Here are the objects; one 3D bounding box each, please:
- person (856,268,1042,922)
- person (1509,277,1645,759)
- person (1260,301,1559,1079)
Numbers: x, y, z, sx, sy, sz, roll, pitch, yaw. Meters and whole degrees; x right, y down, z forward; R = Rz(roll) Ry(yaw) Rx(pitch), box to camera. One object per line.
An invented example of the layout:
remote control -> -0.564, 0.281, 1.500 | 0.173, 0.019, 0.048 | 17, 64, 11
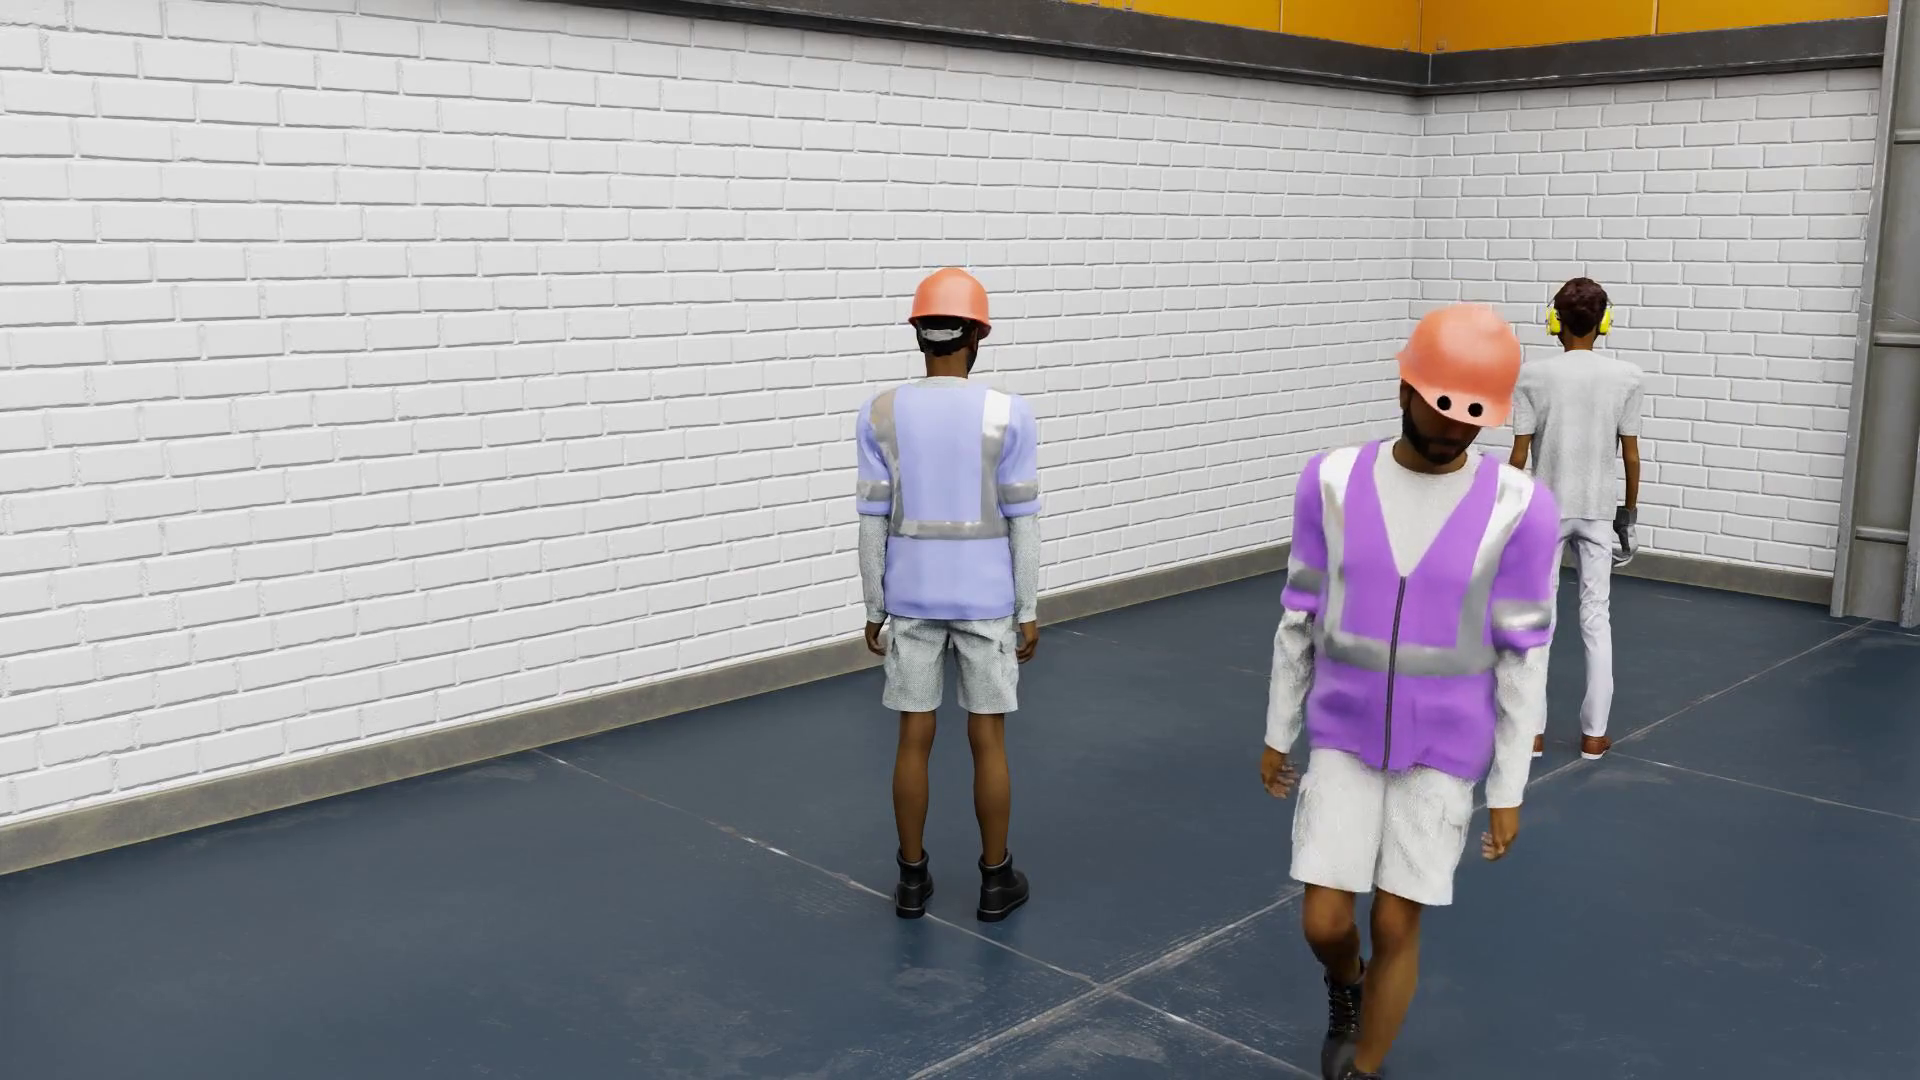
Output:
person -> -0.027, 0.173, 4.909 | 0.543, 1.928, 0.373 | 2, 11, 9
person -> 2.354, -0.074, 6.443 | 0.521, 1.862, 0.328 | 2, 11, 13
person -> 0.935, 0.435, 3.566 | 0.606, 1.892, 0.503 | 5, 11, 24
